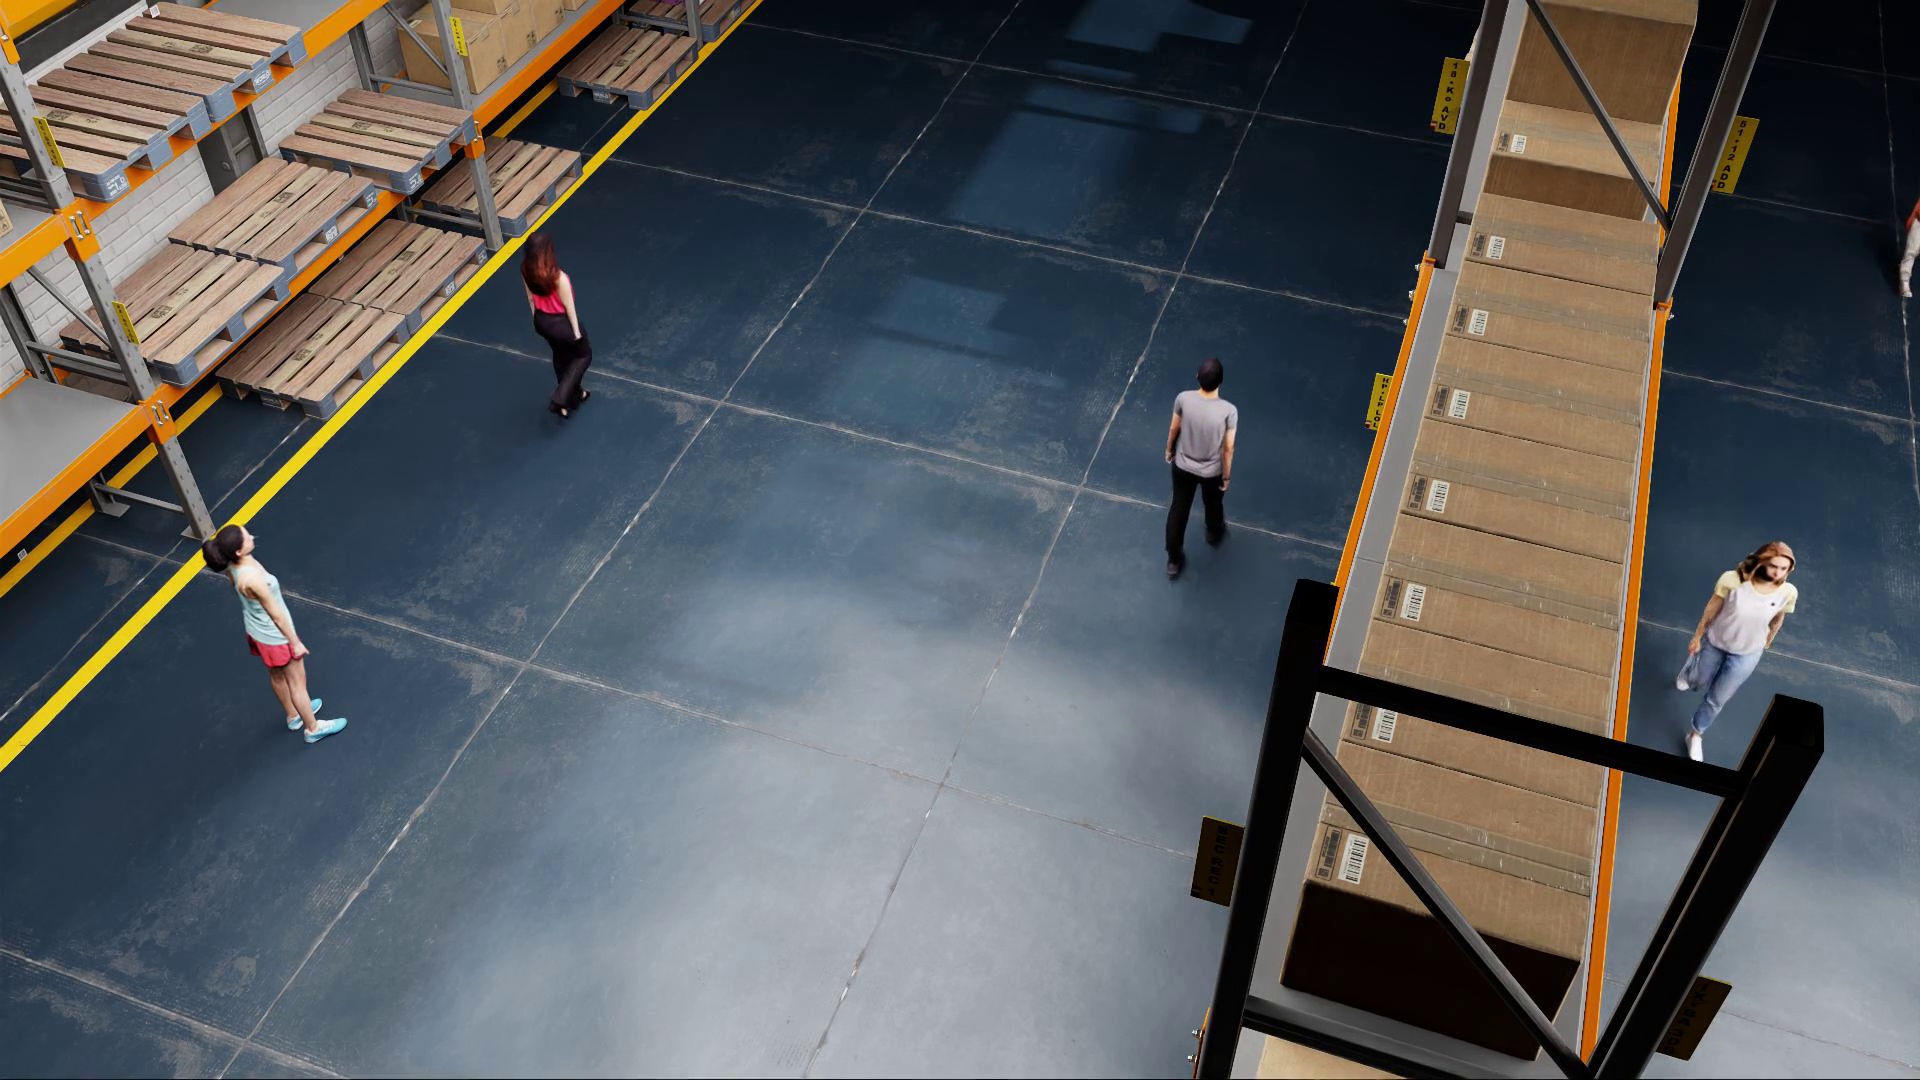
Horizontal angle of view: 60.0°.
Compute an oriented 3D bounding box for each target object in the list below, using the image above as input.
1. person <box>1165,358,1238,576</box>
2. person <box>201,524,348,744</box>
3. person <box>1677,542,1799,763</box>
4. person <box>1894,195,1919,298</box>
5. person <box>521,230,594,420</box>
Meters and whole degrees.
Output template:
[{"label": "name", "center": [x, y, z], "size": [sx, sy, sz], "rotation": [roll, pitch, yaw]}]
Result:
[{"label": "person", "center": [1.614, -0.475, 11.397], "size": [0.658, 1.728, 0.972], "rotation": [16, 46, 16]}, {"label": "person", "center": [-4.244, 0.570, 10.274], "size": [0.676, 1.764, 0.693], "rotation": [31, 52, 28]}, {"label": "person", "center": [4.747, 0.593, 10.291], "size": [0.667, 1.707, 0.964], "rotation": [10, 45, 11]}, {"label": "person", "center": [8.212, -2.752, 14.103], "size": [0.630, 1.292, 0.825], "rotation": [4, 44, 4]}, {"label": "person", "center": [-3.088, -1.584, 12.620], "size": [0.651, 1.645, 0.806], "rotation": [20, 47, 20]}]
